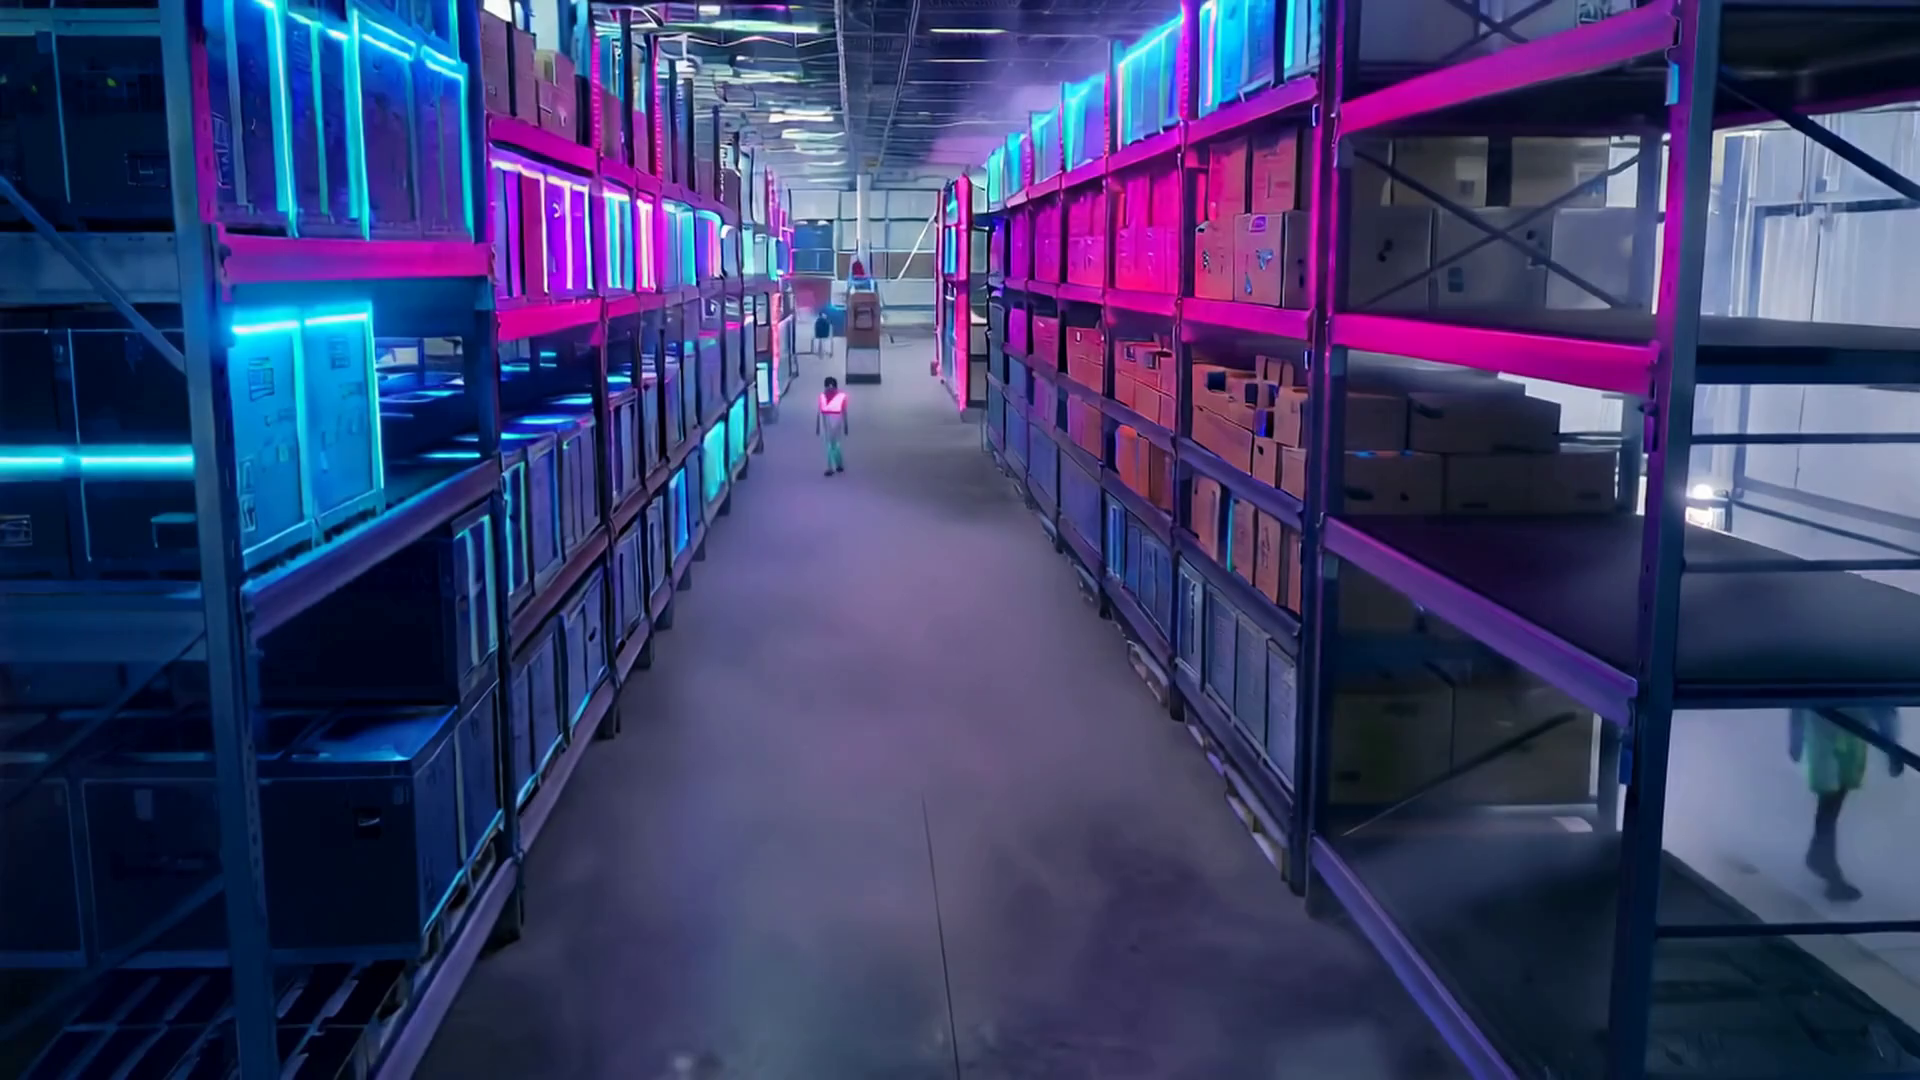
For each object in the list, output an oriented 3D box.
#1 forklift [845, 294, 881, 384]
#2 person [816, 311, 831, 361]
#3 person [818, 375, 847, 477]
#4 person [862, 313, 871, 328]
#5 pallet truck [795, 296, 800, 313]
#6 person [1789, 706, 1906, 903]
[{"bbox_3d":[-3.067,-6.336,52.315,1.129,2.768,1.873,-1,10,-4],"label":"forklift"},{"bbox_3d":[-5.351,-7.952,64.781,0.631,1.945,1.010,4,10,22],"label":"person"},{"bbox_3d":[-2.277,-2.076,30.044,0.573,1.822,0.797,4,10,24],"label":"person"},{"bbox_3d":[-3.415,-7.531,62.262,0.372,1.939,0.544,7,12,34],"label":"person"},{"bbox_3d":[-8.622,-12.439,91.403,1.885,1.965,0.823,2,10,13],"label":"pallet truck"},{"bbox_3d":[5.386,1.227,10.107,0.556,1.879,0.975,1,10,3],"label":"person"}]
